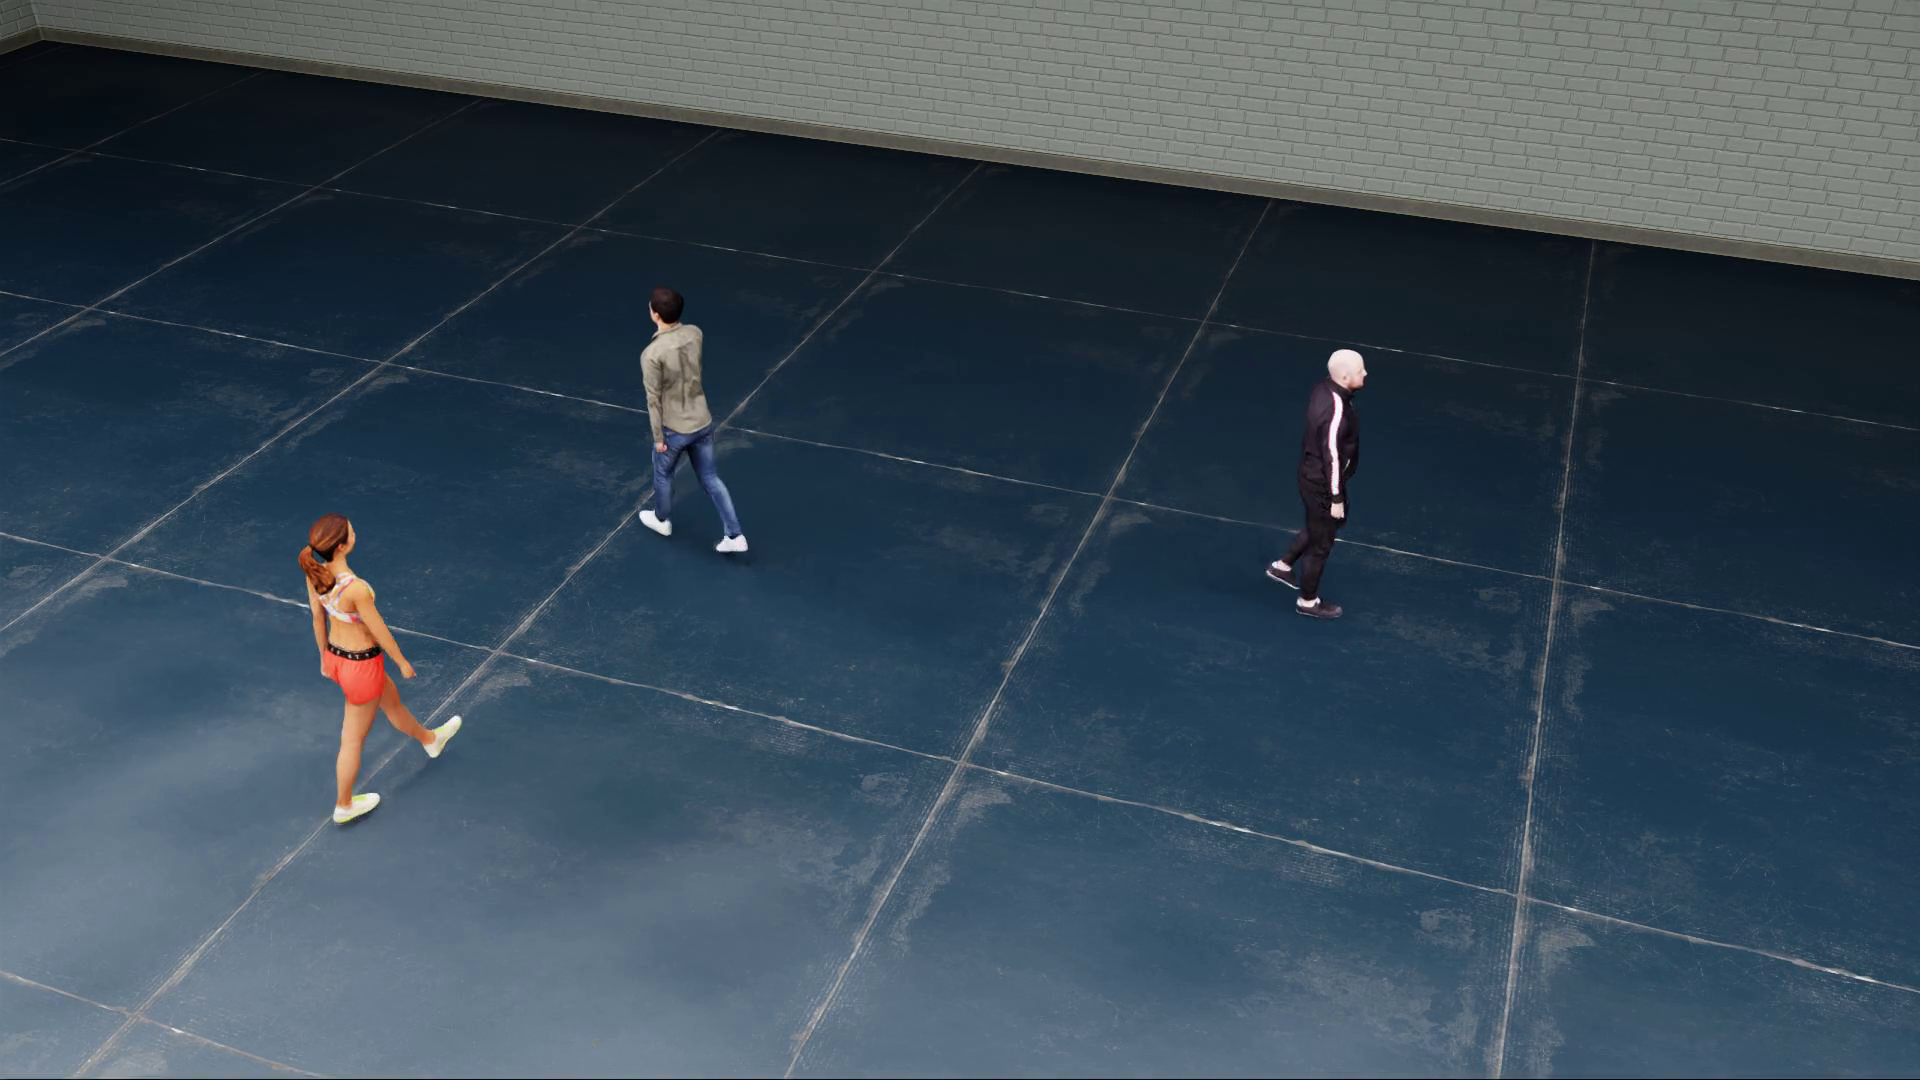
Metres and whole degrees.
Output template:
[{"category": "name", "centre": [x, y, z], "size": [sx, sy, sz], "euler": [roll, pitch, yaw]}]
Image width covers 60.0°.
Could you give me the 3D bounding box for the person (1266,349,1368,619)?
[{"category": "person", "centre": [2.095, -0.334, 9.972], "size": [0.850, 1.825, 0.745], "euler": [3, 33, 4]}]

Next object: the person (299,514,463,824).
[{"category": "person", "centre": [-3.127, 0.711, 8.432], "size": [0.790, 1.753, 1.153], "euler": [21, 38, 29]}]

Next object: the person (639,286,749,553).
[{"category": "person", "centre": [-1.685, -0.712, 10.532], "size": [1.035, 1.848, 1.196], "euler": [25, 41, 33]}]
